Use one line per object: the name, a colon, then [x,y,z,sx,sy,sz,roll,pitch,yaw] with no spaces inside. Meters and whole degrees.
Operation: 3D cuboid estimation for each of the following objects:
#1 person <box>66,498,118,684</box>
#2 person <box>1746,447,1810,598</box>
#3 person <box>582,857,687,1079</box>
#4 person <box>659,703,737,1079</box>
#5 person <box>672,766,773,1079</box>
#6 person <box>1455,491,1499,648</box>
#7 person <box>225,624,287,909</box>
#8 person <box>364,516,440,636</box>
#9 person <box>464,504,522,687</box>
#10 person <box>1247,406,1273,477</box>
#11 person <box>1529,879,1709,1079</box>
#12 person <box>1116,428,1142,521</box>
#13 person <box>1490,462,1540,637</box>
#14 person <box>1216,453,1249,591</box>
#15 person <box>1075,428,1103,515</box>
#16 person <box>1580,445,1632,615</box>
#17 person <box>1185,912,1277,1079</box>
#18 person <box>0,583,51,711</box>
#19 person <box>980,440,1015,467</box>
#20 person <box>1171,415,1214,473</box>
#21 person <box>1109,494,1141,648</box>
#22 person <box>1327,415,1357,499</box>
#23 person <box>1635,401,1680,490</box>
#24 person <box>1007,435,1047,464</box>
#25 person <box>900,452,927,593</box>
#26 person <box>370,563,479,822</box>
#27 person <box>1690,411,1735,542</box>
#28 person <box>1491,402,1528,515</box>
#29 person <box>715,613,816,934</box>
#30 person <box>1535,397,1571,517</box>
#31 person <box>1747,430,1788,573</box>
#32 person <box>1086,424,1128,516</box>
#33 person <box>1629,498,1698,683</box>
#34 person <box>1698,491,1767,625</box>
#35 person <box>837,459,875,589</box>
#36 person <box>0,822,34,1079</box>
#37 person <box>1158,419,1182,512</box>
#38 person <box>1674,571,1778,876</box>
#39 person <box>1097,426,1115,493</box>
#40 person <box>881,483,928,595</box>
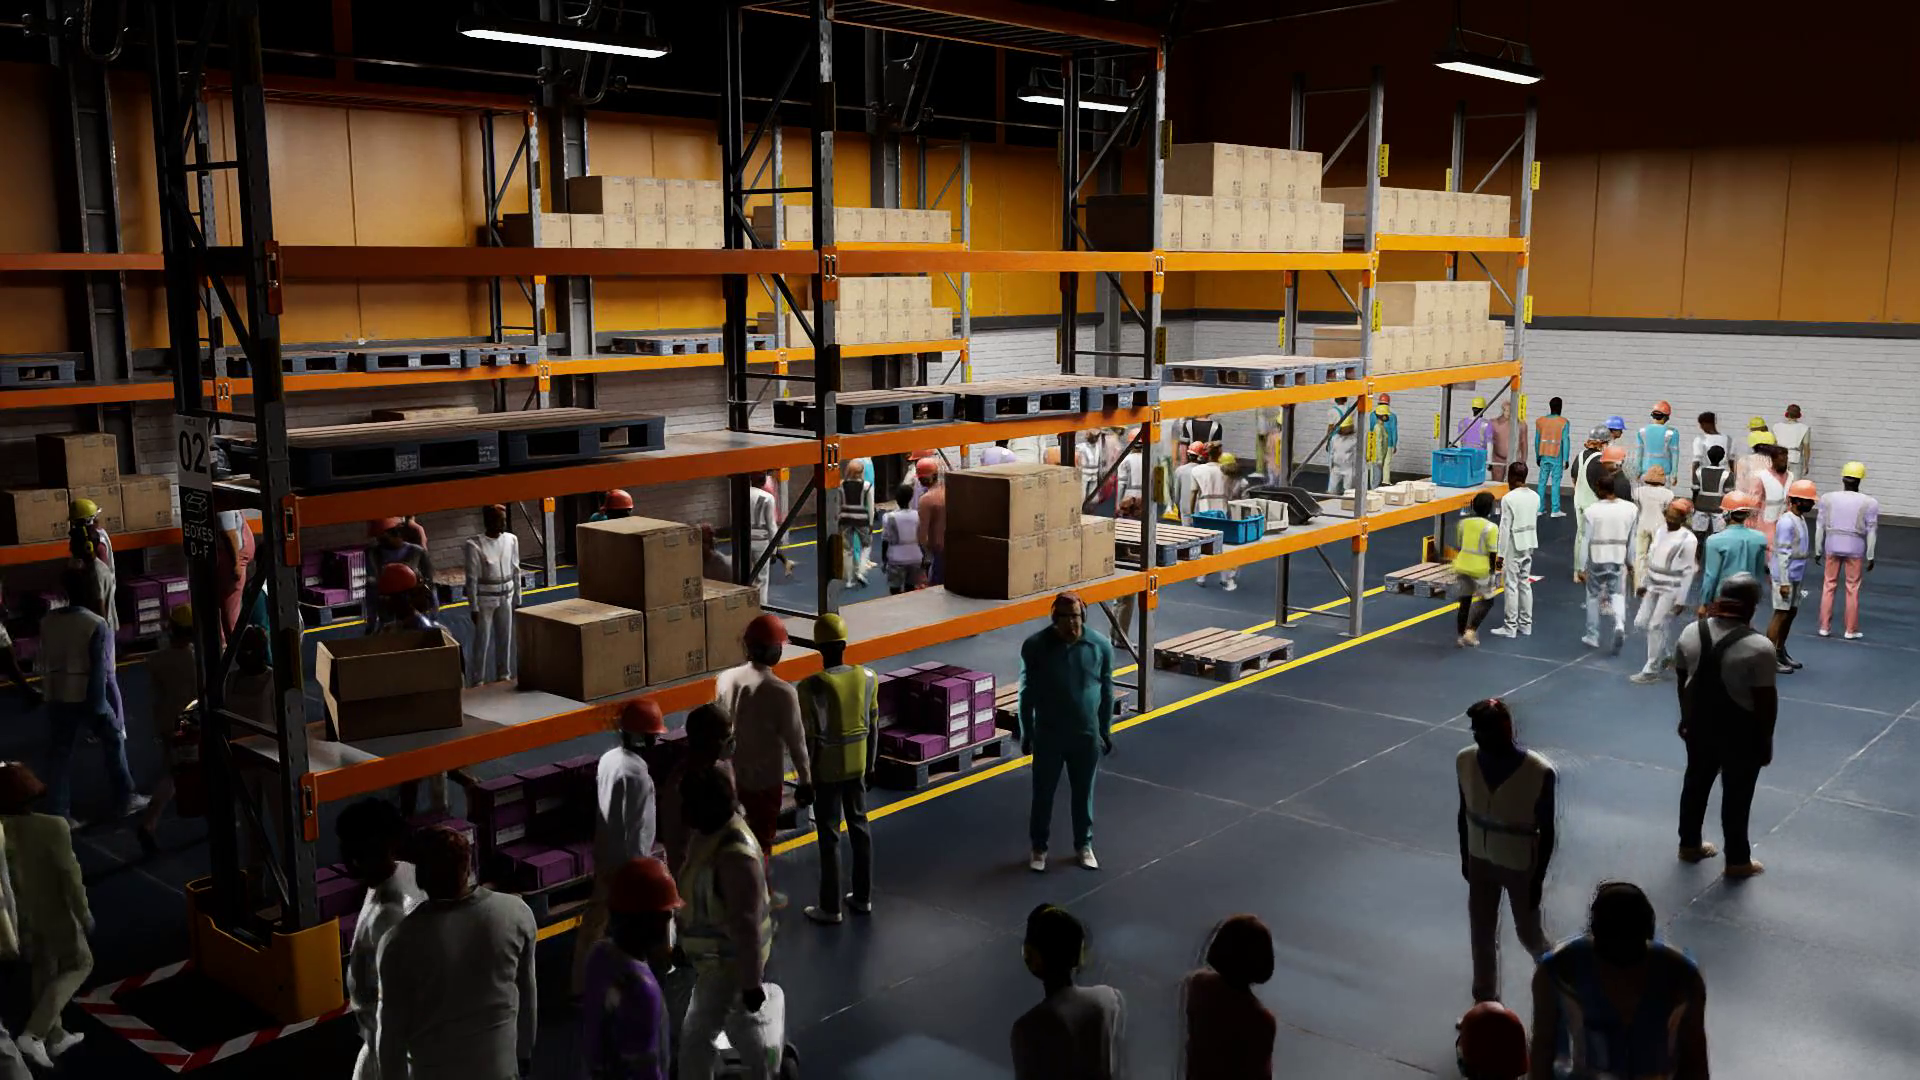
person: [-8.304,0.502,15.929,0.404,1.827,0.586,-6,11,-31]
person: [9.829,-0.201,20.038,0.588,1.851,1.024,-6,11,-30]
person: [-1.298,2.115,6.075,0.708,1.909,0.557,-5,11,-27]
person: [-1.275,1.742,8.234,0.380,1.929,0.628,2,10,14]
person: [-1.190,1.911,7.549,0.805,1.816,0.653,-3,10,-17]
person: [5.404,0.323,17.412,0.352,1.676,0.561,-6,11,-33]
person: [-4.359,1.425,10.359,0.506,1.846,0.344,2,10,9]
person: [-4.788,0.697,14.248,0.657,2.012,0.492,1,10,6]
person: [-4.299,0.576,15.375,0.364,1.873,0.593,7,12,38]
person: [5.762,-2.099,31.236,0.674,1.901,0.591,4,10,20]
person: [2.456,2.127,6.263,0.623,1.822,0.763,2,10,10]
person: [2.270,-0.479,21.452,0.551,1.935,0.375,-2,10,-12]
person: [6.062,0.106,18.064,0.585,1.911,0.391,-8,12,-38]
person: [3.431,-0.251,20.841,0.517,1.719,0.761,7,12,35]
person: [1.877,-0.916,25.015,0.572,1.615,0.520,-8,12,-40]
person: [7.428,-0.109,19.133,0.626,1.965,0.614,2,10,9]
person: [0.980,2.216,6.386,0.769,1.602,0.501,-6,11,-31]
person: [-8.671,0.631,14.877,0.990,1.911,0.630,-7,12,-34]
person: [0.534,-0.597,22.216,0.584,1.919,0.381,8,12,39]
person: [3.655,-1.305,26.079,0.711,2.000,0.834,3,10,16]
person: [1.737,0.329,17.543,0.357,1.628,0.531,-3,10,-16]
person: [5.880,-1.051,25.488,0.501,1.726,0.385,7,12,34]
person: [10.180,-1.008,24.282,0.612,2.047,0.361,8,12,40]
person: [1.018,-1.155,25.580,0.649,1.906,0.401,2,10,13]
person: [-0.564,-0.252,19.968,0.407,1.987,0.636,-2,10,-9]
person: [-3.727,1.131,11.646,0.814,2.015,0.643,-5,11,-29]
person: [10.822,-0.878,23.856,0.723,1.926,0.490,0,10,0]
person: [8.679,-1.266,26.407,0.647,1.849,0.975,3,10,15]
person: [-1.154,1.406,10.092,0.652,1.968,0.740,7,12,37]
person: [9.458,-1.328,26.577,0.390,1.919,0.591,-8,12,-40]
person: [10.452,-0.479,21.640,0.636,1.881,0.421,8,12,40]
person: [2.298,-1.050,25.491,0.784,1.729,0.549,5,11,28]
person: [6.744,0.494,15.926,0.411,1.843,0.640,-2,10,-10]
person: [7.031,0.542,15.184,0.611,1.995,0.375,-2,10,-14]
person: [-1.306,-0.197,20.710,0.523,1.624,0.392,2,10,10]
person: [-4.595,1.898,7.448,1.001,1.867,0.605,-1,10,-4]
person: [3.424,-1.374,27.175,0.566,1.806,1.004,1,10,9]
person: [5.131,1.208,11.072,0.537,2.000,0.714,-5,11,-30]
person: [2.599,-1.675,29.365,0.321,1.685,0.547,4,10,23]
person: [-0.573,0.228,18.002,0.556,1.673,0.522,-4,10,-24]
